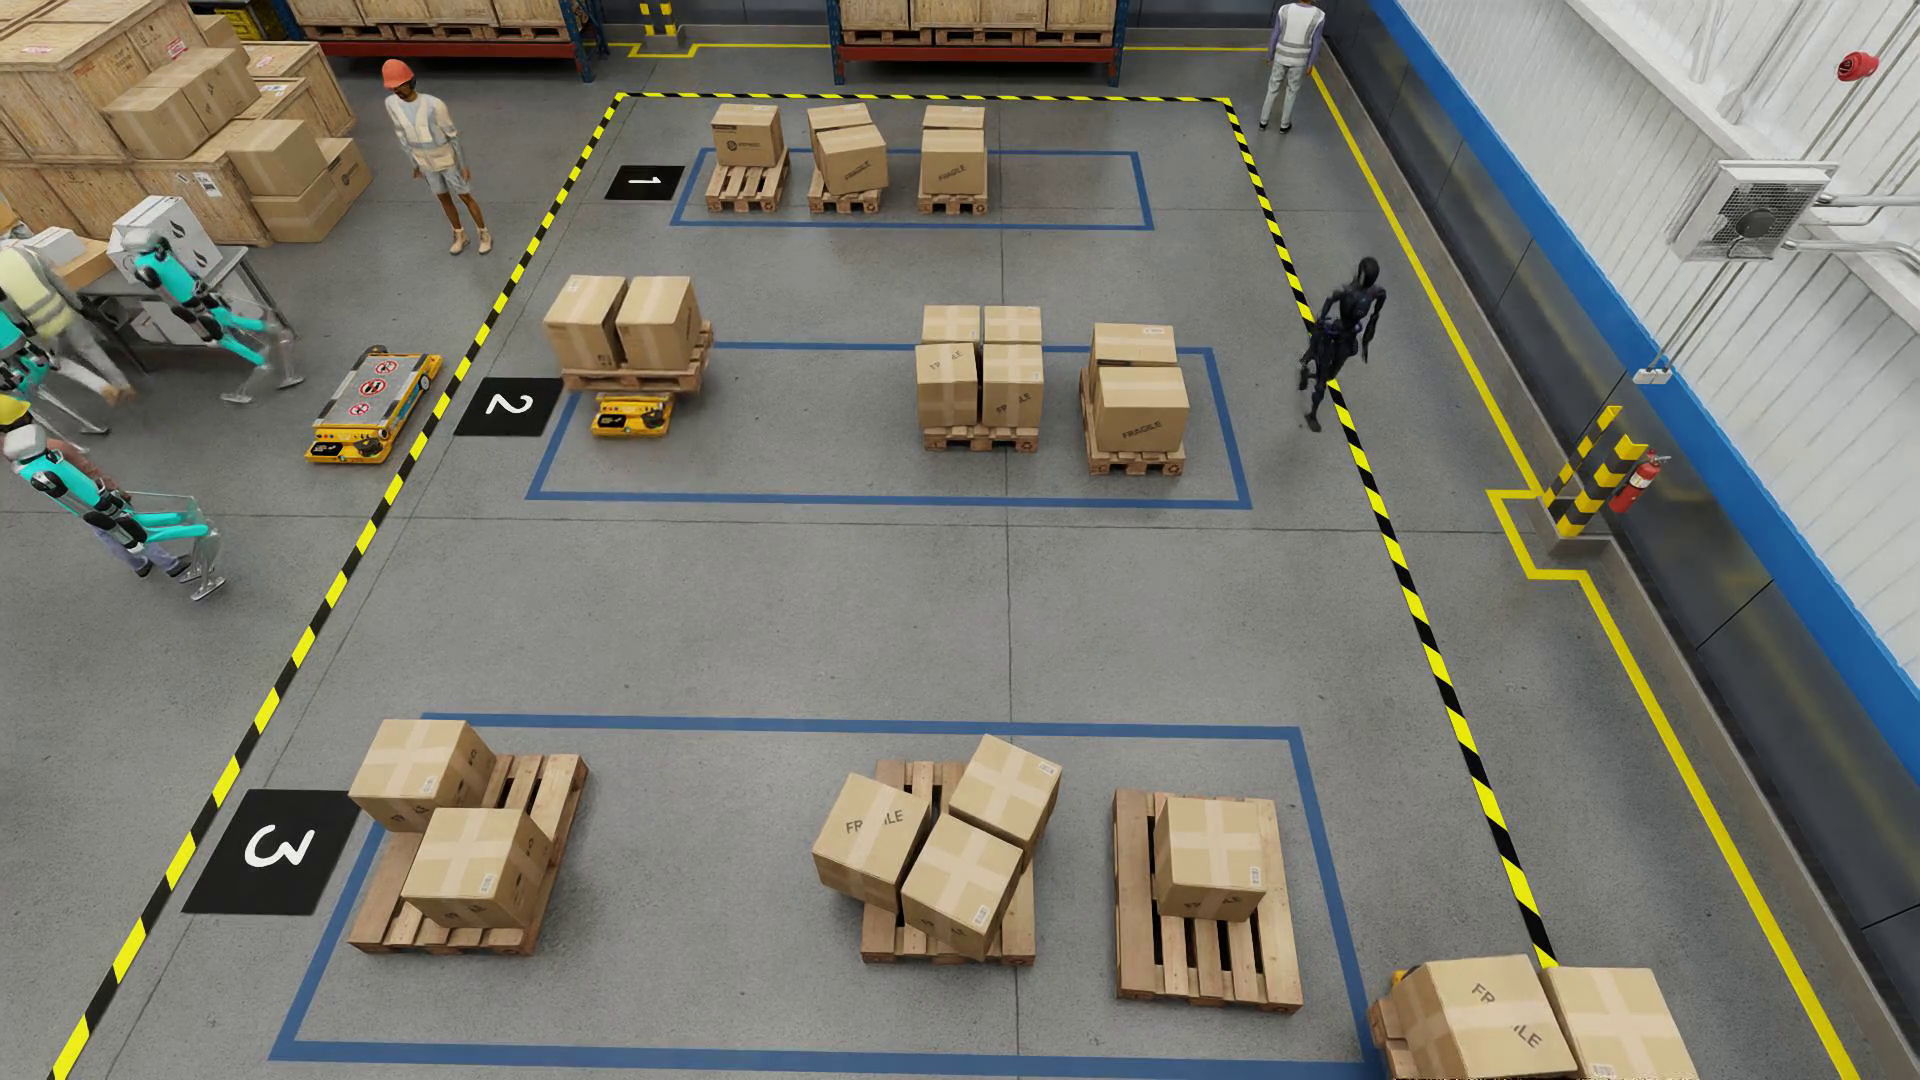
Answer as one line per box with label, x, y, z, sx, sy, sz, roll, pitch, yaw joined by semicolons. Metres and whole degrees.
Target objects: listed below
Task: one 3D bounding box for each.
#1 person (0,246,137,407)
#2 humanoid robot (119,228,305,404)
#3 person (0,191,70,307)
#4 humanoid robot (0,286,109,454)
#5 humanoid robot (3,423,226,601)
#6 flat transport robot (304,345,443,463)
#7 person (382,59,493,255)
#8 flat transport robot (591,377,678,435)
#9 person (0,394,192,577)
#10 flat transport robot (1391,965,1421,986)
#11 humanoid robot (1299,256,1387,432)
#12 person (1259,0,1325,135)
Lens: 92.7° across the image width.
person;-7.941;-1.886;7.946;0.452;1.819;0.667;12;51;10
humanoid robot;-6.435;-1.954;8.061;0.916;1.748;0.543;-12;51;-10
person;-9.333;-3.054;8.858;0.371;1.938;0.544;-5;50;-4
humanoid robot;-7.930;-1.461;7.617;0.704;1.756;0.530;9;50;7
humanoid robot;-5.804;-0.237;6.520;0.735;1.673;0.533;-36;59;-26
flat transport robot;-5.383;-1.269;8.441;0.659;0.231;1.431;1;50;1
person;-5.438;-3.931;9.532;0.605;2.045;0.376;1;50;1
flat transport robot;-2.975;-1.554;8.664;0.652;0.197;1.431;1;50;1
person;-6.372;-0.357;6.687;0.524;1.768;0.306;2;50;2
flat transport robot;2.817;3.016;4.796;0.652;0.197;1.431;1;50;1
humanoid robot;3.255;-1.770;7.963;0.589;1.638;0.687;-7;50;-6
person;4.142;-6.028;11.443;0.600;1.830;0.404;20;53;16
